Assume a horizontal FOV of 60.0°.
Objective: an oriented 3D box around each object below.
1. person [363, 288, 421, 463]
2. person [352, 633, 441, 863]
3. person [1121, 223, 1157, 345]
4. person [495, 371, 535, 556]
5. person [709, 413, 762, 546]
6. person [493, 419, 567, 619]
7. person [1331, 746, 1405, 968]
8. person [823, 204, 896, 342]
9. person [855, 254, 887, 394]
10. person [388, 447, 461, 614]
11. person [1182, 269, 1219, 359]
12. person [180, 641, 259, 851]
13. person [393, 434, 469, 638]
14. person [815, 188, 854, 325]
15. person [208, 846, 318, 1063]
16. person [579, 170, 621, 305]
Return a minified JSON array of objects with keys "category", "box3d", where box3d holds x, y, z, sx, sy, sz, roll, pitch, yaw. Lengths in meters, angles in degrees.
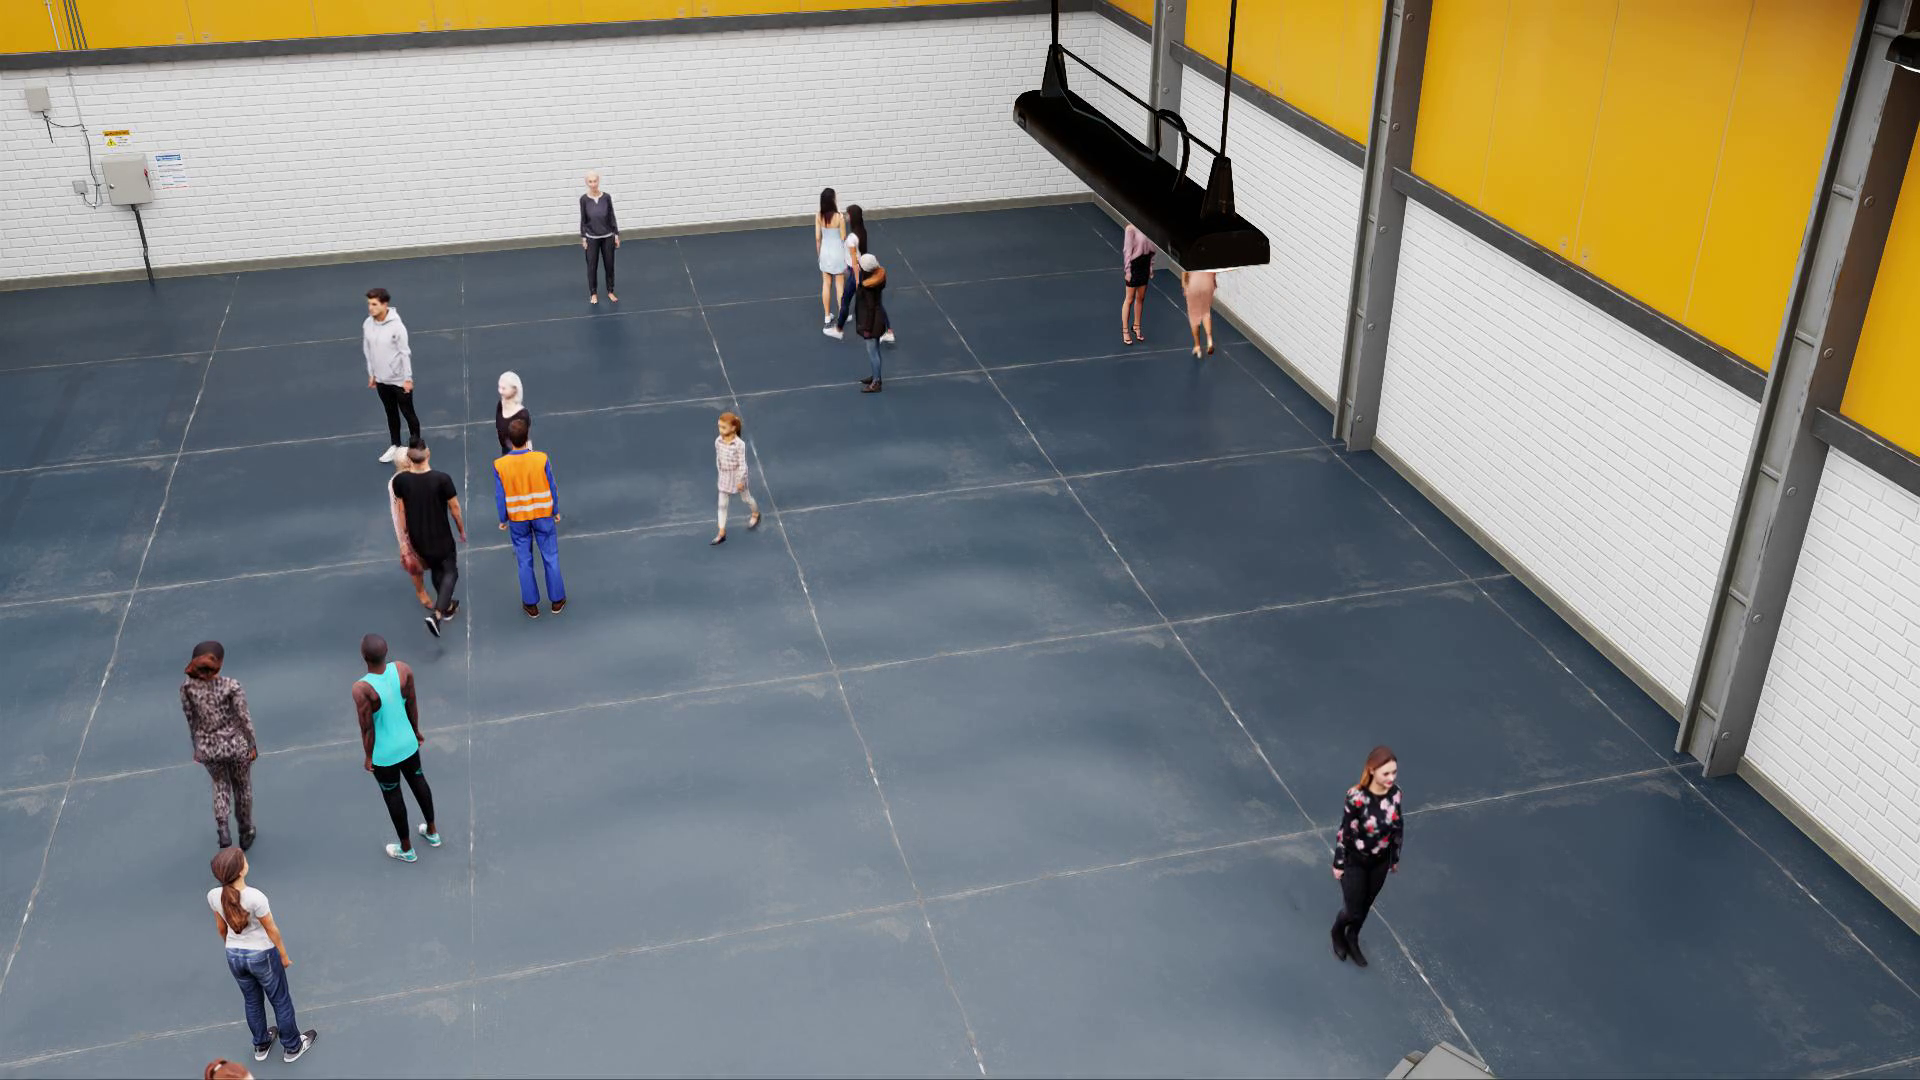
[{"category":"person","box3d":[-5.867,-1.710,17.224,0.771,1.929,0.790,9,30,17]},{"category":"person","box3d":[-3.942,1.436,11.580,0.703,1.810,0.683,22,35,34]},{"category":"person","box3d":[2.149,-3.275,20.214,0.680,1.812,0.644,-18,34,-30]},{"category":"person","box3d":[-4.081,-0.753,15.586,0.875,1.817,0.895,23,36,35]},{"category":"person","box3d":[-2.118,-0.627,15.917,0.897,1.279,0.981,14,31,23]},{"category":"person","box3d":[-3.749,-0.195,14.515,0.680,1.863,0.590,-8,30,-15]},{"category":"person","box3d":[2.560,1.997,10.693,0.625,1.675,0.593,-10,30,-18]},{"category":"person","box3d":[-1.121,-3.167,20.107,1.105,1.724,1.160,10,30,18]},{"category":"person","box3d":[-1.001,-2.486,18.952,0.766,1.636,0.648,2,29,4]},{"category":"person","box3d":[-4.811,-0.125,14.597,0.888,1.662,0.810,23,36,36]},{"category":"person","box3d":[2.855,-2.959,19.636,0.604,1.810,0.743,-5,29,-9]},{"category":"person","box3d":[-5.144,1.499,11.575,0.650,1.704,0.744,-3,29,-6]},{"category":"person","box3d":[-4.541,-0.023,14.217,0.901,1.846,1.142,1,29,1]},{"category":"person","box3d":[-1.599,-3.554,20.811,0.673,1.730,0.695,9,30,15]},{"category":"person","box3d":[-4.218,2.470,9.943,0.614,1.563,0.634,4,29,8]},{"category":"person","box3d":[-4.686,-3.960,21.560,0.655,1.725,0.575,-12,31,-20]}]
